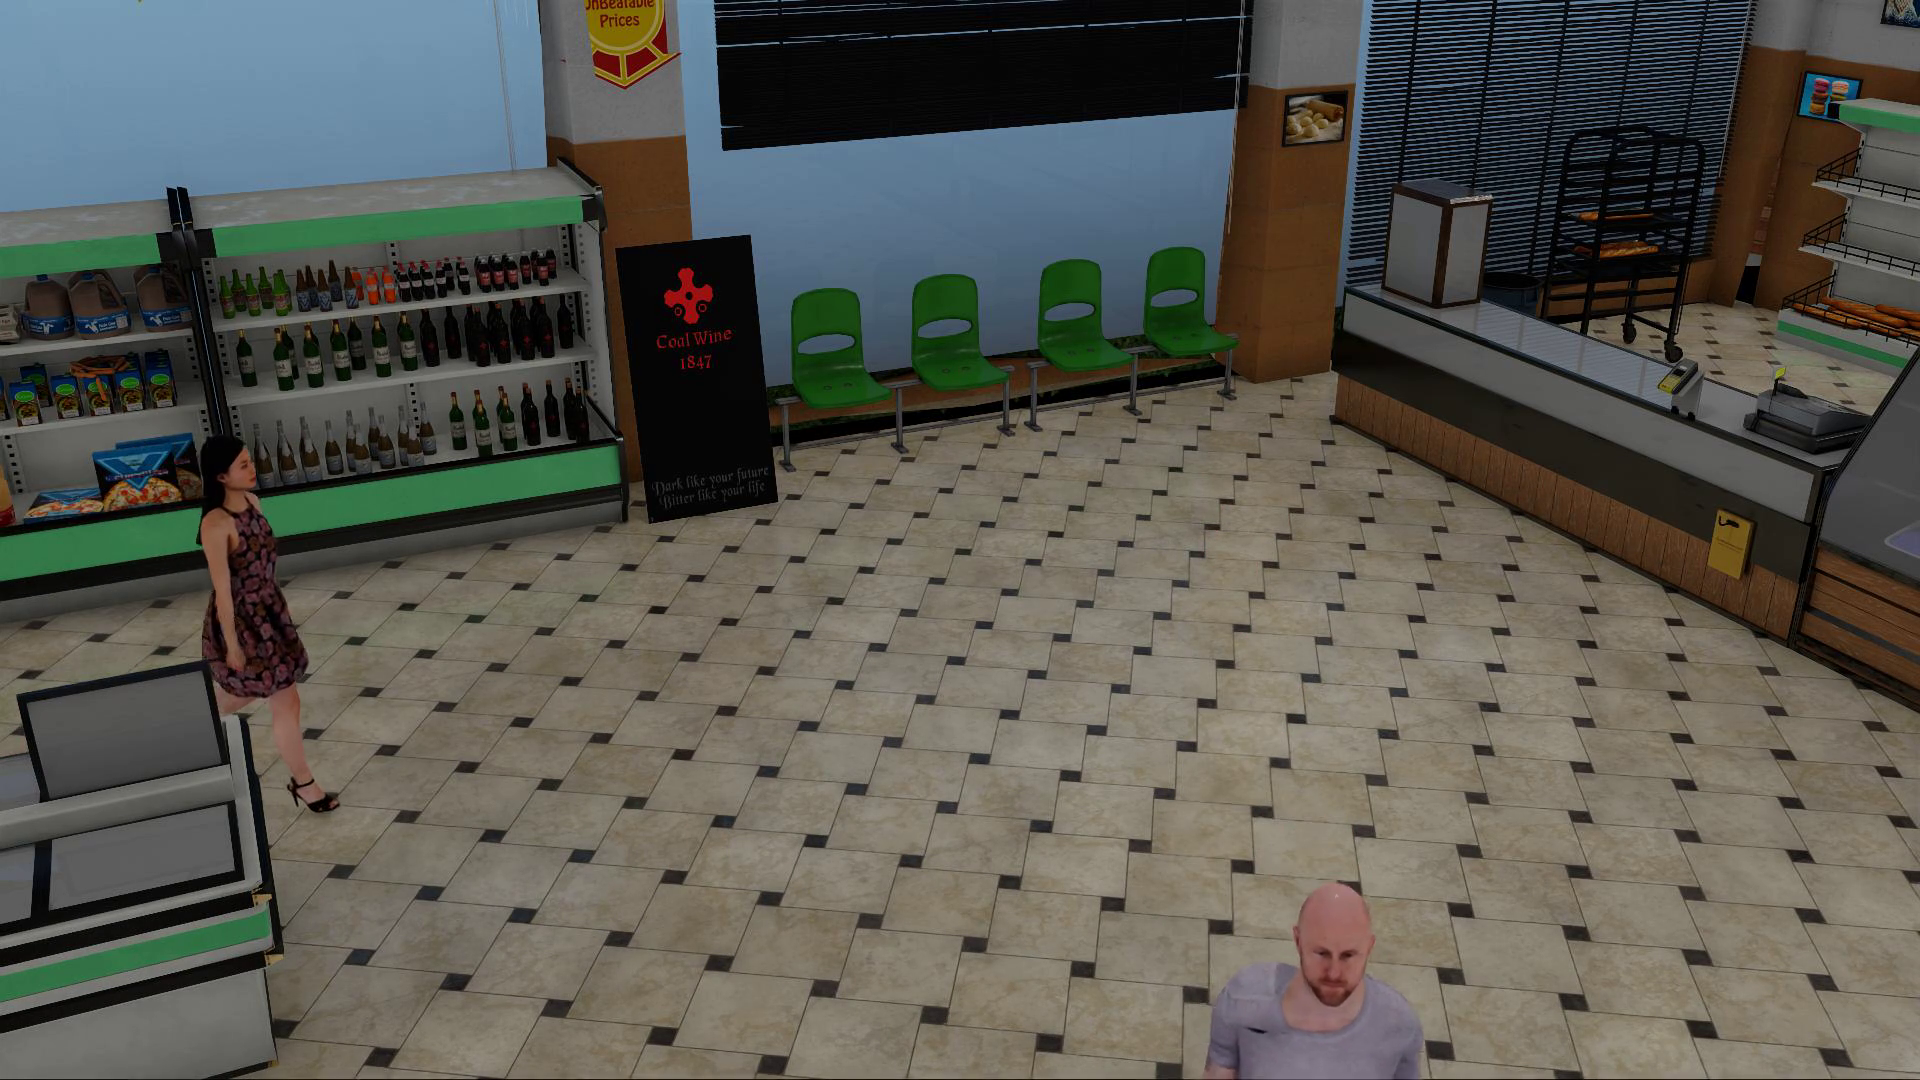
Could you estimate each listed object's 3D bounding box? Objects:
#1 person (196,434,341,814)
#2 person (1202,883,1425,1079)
[{"bbox_3d":[-3.069,0.399,7.023,1.103,1.755,0.894,0,24,0],"label":"person"},{"bbox_3d":[0.853,1.597,4.197,0.832,1.826,0.907,2,24,5],"label":"person"}]
